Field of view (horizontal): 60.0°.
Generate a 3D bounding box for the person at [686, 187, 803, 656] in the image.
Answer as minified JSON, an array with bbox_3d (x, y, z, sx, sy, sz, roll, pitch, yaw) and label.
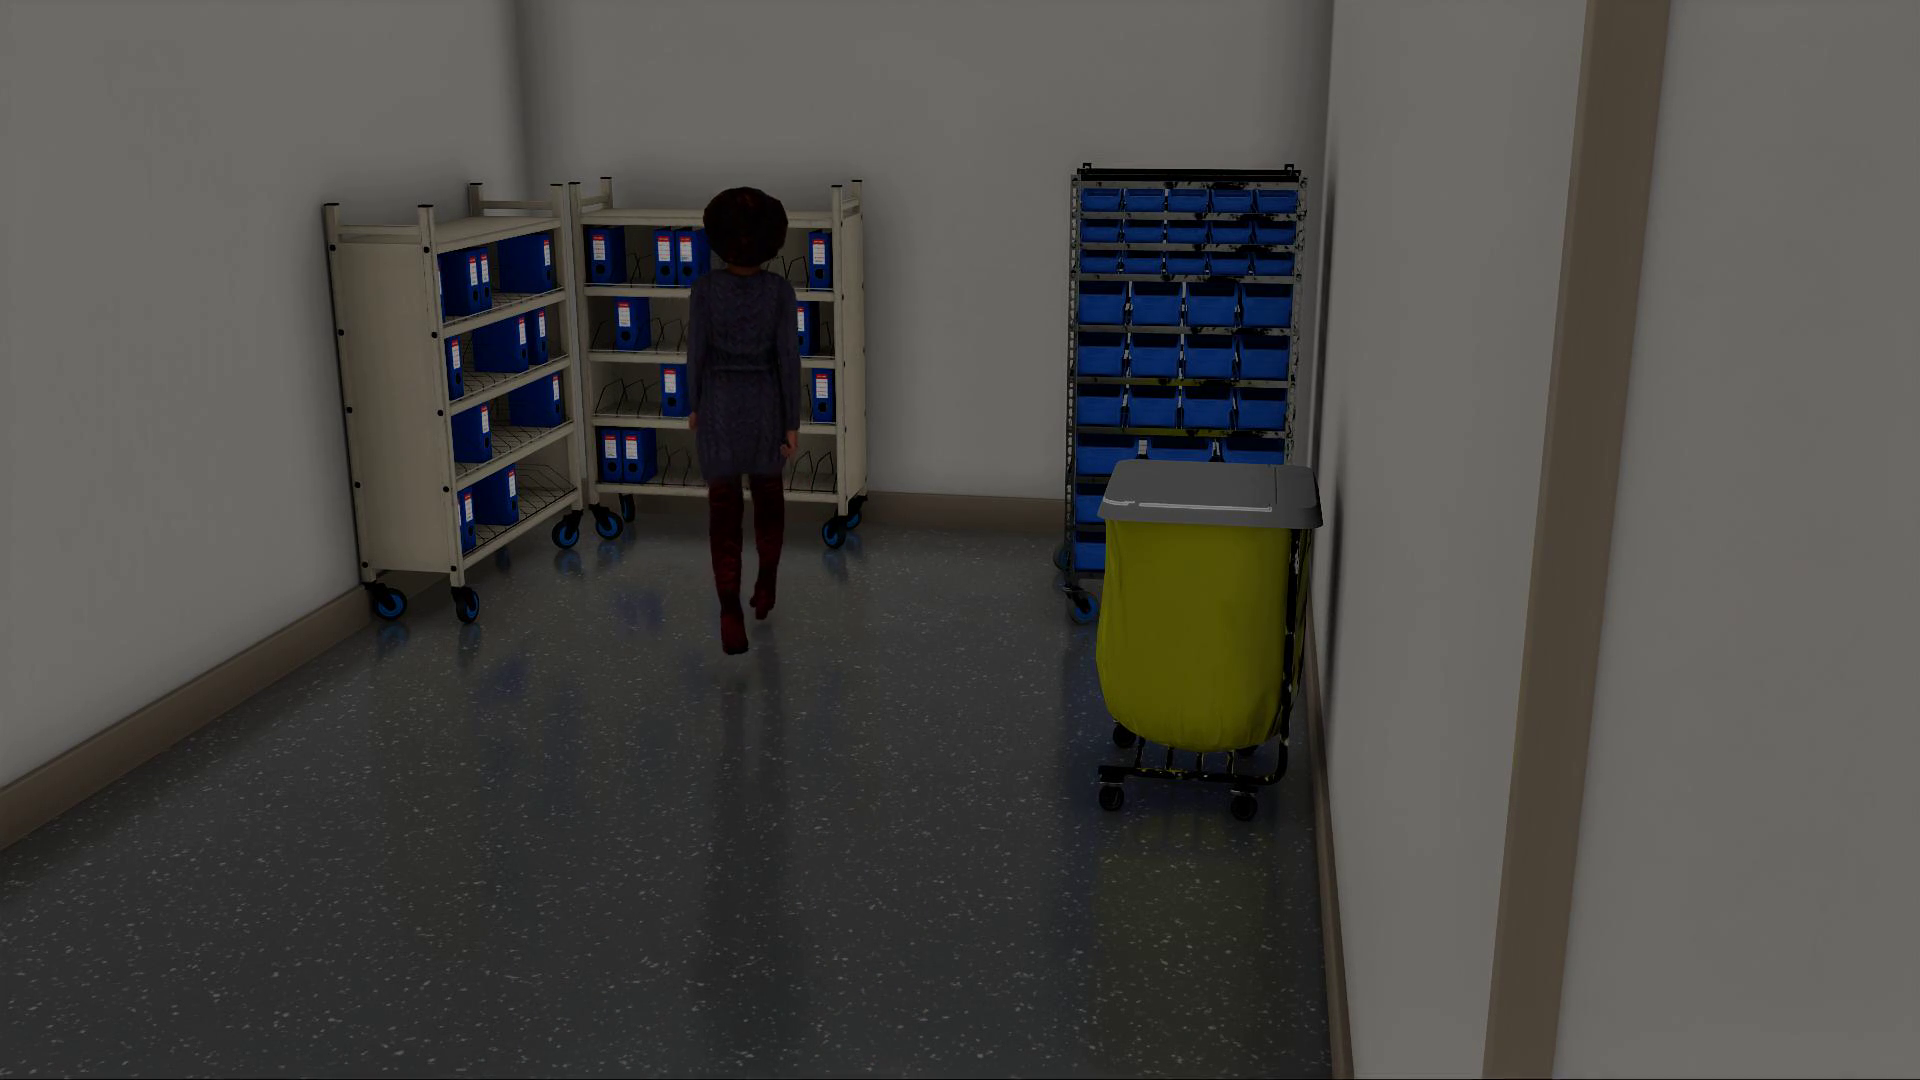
[{"bbox_3d":[-0.803,-0.395,6.079,1.083,1.674,0.868,-2,16,-8],"label":"person"}]
